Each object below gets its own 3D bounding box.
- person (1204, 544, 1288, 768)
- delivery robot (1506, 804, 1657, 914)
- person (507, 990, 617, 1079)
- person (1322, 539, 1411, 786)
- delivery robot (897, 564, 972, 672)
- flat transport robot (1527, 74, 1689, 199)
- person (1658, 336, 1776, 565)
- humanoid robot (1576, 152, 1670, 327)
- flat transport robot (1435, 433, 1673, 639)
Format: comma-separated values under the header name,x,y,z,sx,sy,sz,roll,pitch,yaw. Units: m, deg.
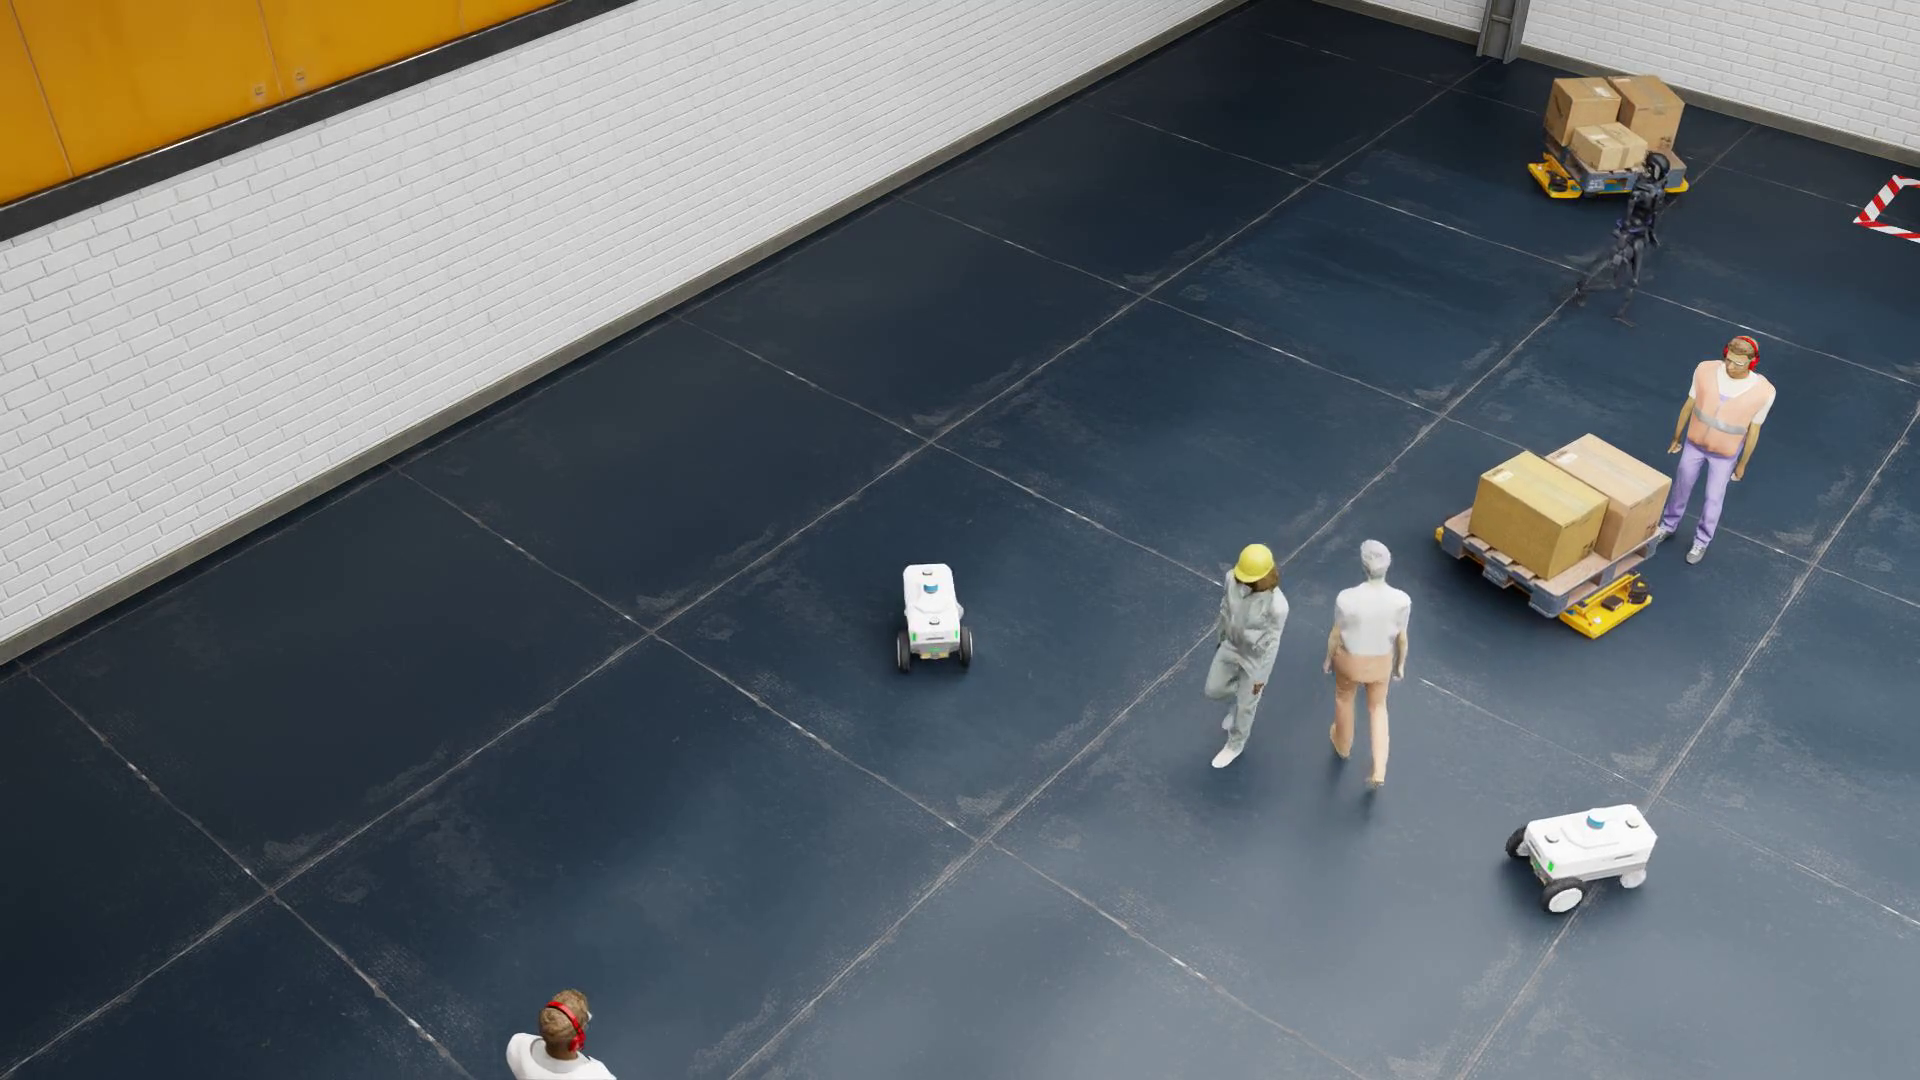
name,x,y,z,sx,sy,sz,roll,pitch,yaw
person,1.754,0.700,10.252,0.409,1.717,0.502,-30,48,-32
delivery robot,3.667,1.830,9.802,0.811,0.613,0.499,-8,40,-10
person,-1.745,2.736,7.647,0.566,1.832,0.409,17,42,20
person,2.485,0.793,10.152,0.492,1.717,0.627,1,39,2
delivery robot,-0.185,0.537,11.407,0.518,0.614,0.785,-4,39,-5
flat transport robot,6.591,-3.733,16.920,1.431,0.231,0.659,-4,39,-5
person,5.377,-0.674,11.875,0.562,1.840,0.376,31,48,33
humanoid robot,5.804,-2.651,14.467,0.607,1.637,0.577,-29,47,-31
flat transport robot,4.235,0.157,12.092,0.659,0.231,1.431,-25,45,-28
